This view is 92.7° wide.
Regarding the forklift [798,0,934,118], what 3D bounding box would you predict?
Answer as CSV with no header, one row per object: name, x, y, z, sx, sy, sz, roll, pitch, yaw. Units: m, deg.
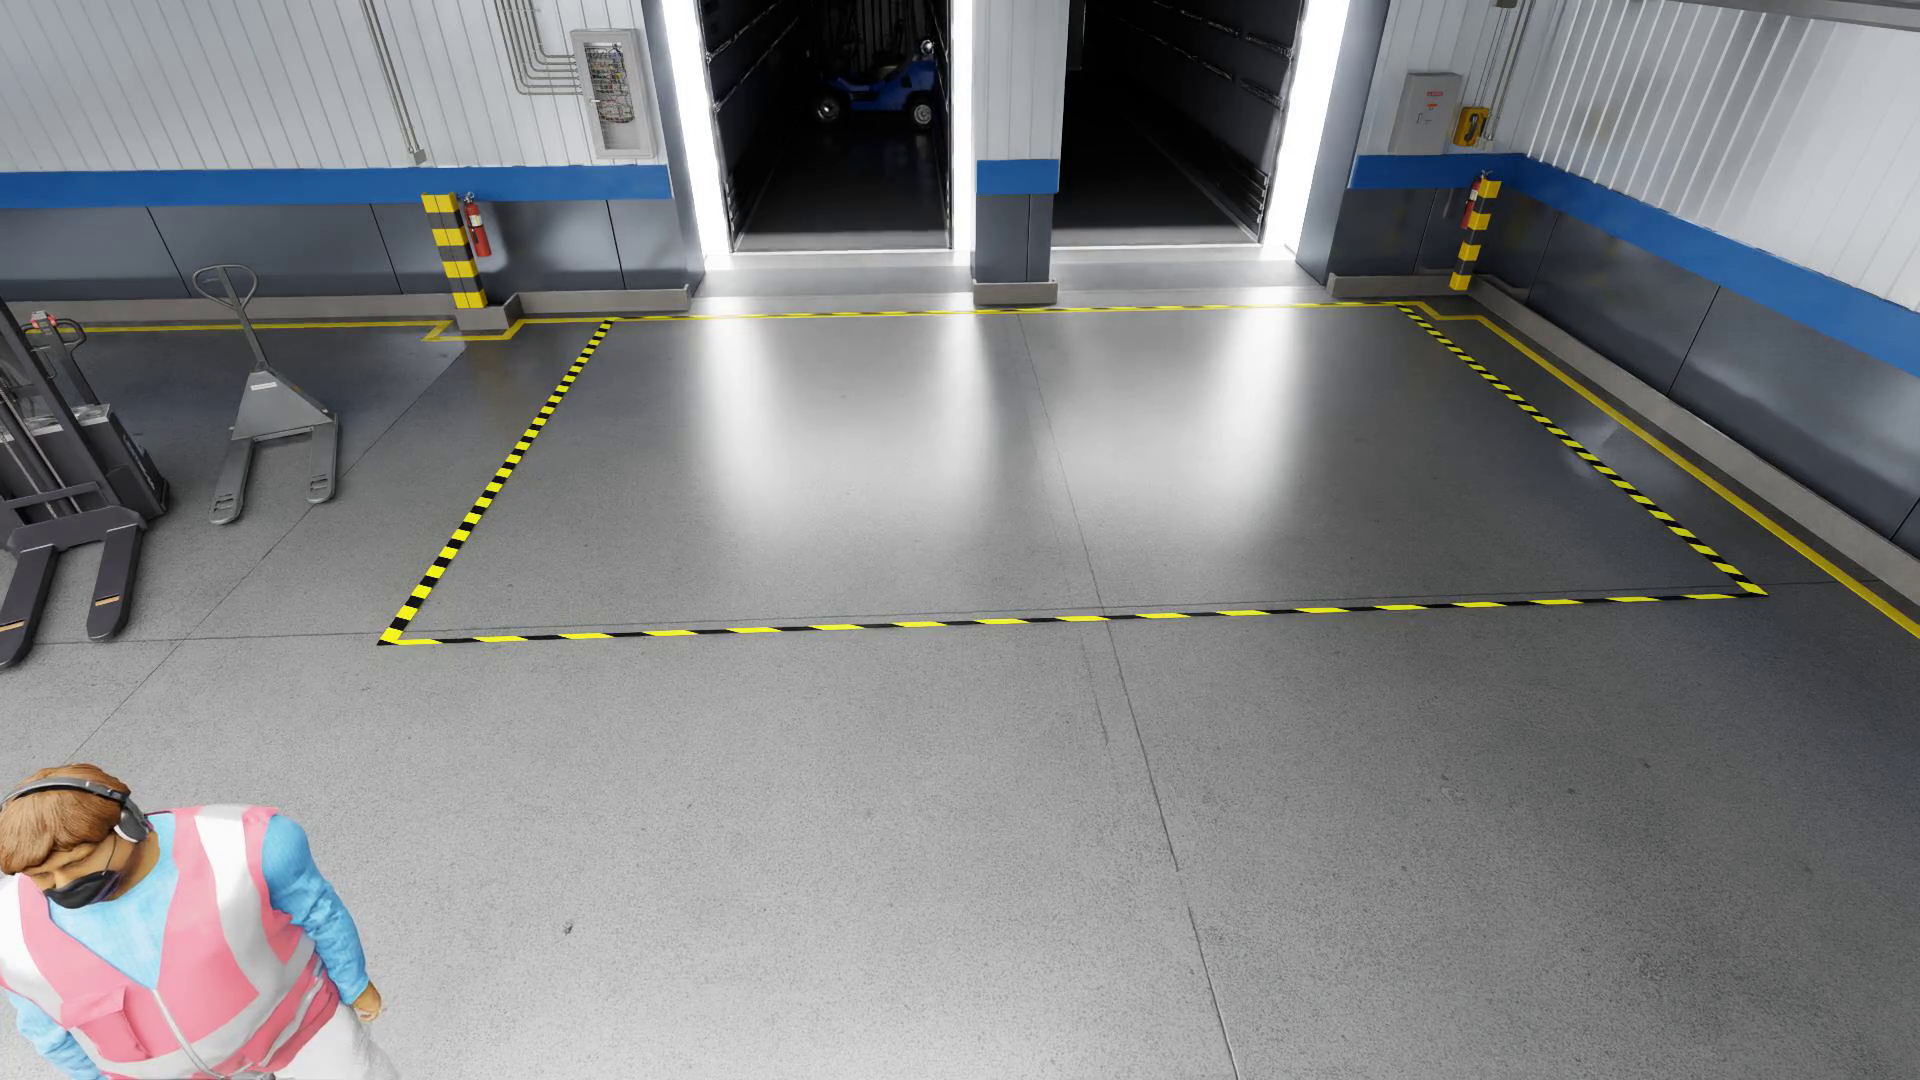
forklift,-1.461,-8.479,15.860,2.680,2.036,1.157,2,35,2

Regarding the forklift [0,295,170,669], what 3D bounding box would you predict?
forklift,-5.212,-0.618,4.878,0.823,1.965,1.885,-20,39,-26

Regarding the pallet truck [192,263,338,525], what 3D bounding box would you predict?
pallet truck,-4.778,-1.027,6.128,0.680,1.201,1.601,-17,38,-23

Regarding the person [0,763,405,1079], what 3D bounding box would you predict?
person,-1.831,1.248,2.333,0.621,1.842,0.429,-20,40,-26
